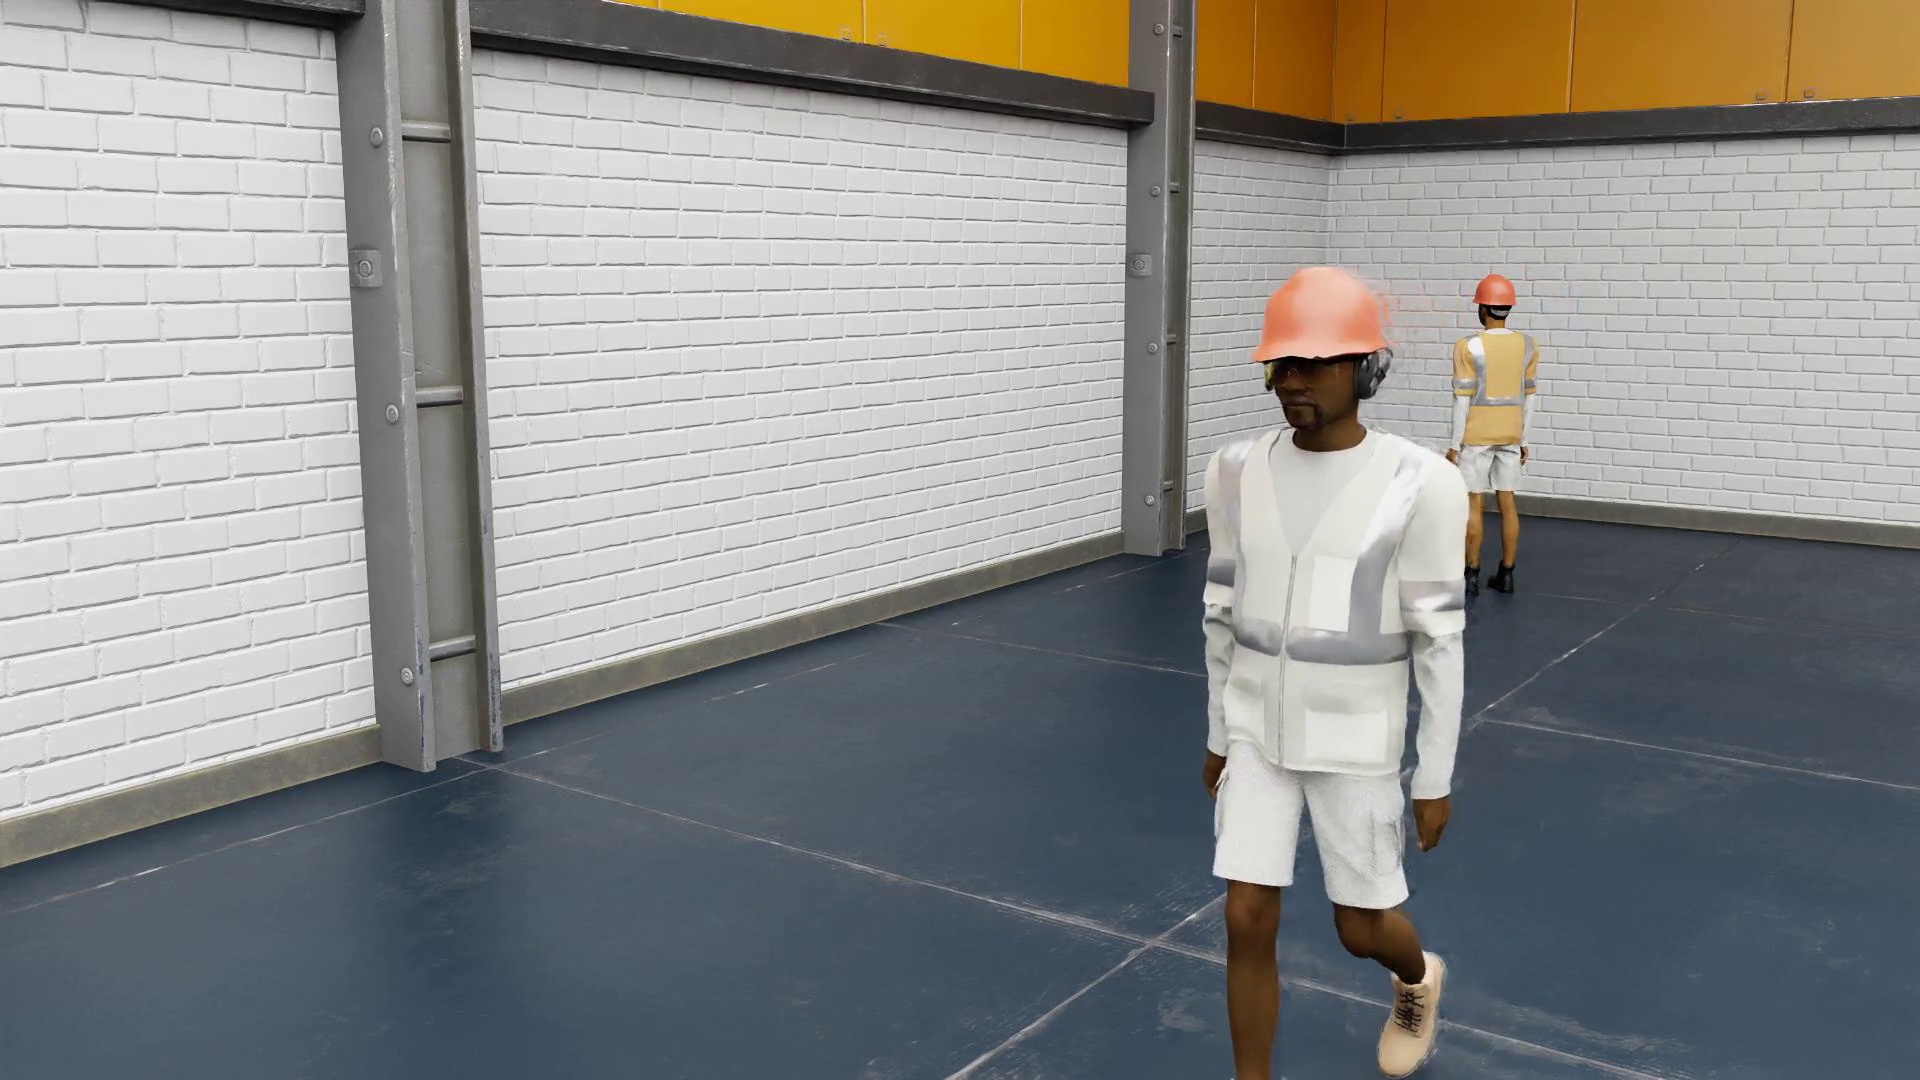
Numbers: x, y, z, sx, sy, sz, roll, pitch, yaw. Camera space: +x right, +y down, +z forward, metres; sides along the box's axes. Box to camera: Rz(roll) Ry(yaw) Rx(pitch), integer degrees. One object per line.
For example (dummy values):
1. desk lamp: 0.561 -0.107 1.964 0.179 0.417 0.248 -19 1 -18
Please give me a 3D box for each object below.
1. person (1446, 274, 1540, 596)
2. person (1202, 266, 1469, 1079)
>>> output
1. person: 3.201 -0.627 10.070 0.545 1.942 0.351 -2 10 -12
2. person: 0.843 0.409 3.702 0.610 2.021 0.844 8 12 38
